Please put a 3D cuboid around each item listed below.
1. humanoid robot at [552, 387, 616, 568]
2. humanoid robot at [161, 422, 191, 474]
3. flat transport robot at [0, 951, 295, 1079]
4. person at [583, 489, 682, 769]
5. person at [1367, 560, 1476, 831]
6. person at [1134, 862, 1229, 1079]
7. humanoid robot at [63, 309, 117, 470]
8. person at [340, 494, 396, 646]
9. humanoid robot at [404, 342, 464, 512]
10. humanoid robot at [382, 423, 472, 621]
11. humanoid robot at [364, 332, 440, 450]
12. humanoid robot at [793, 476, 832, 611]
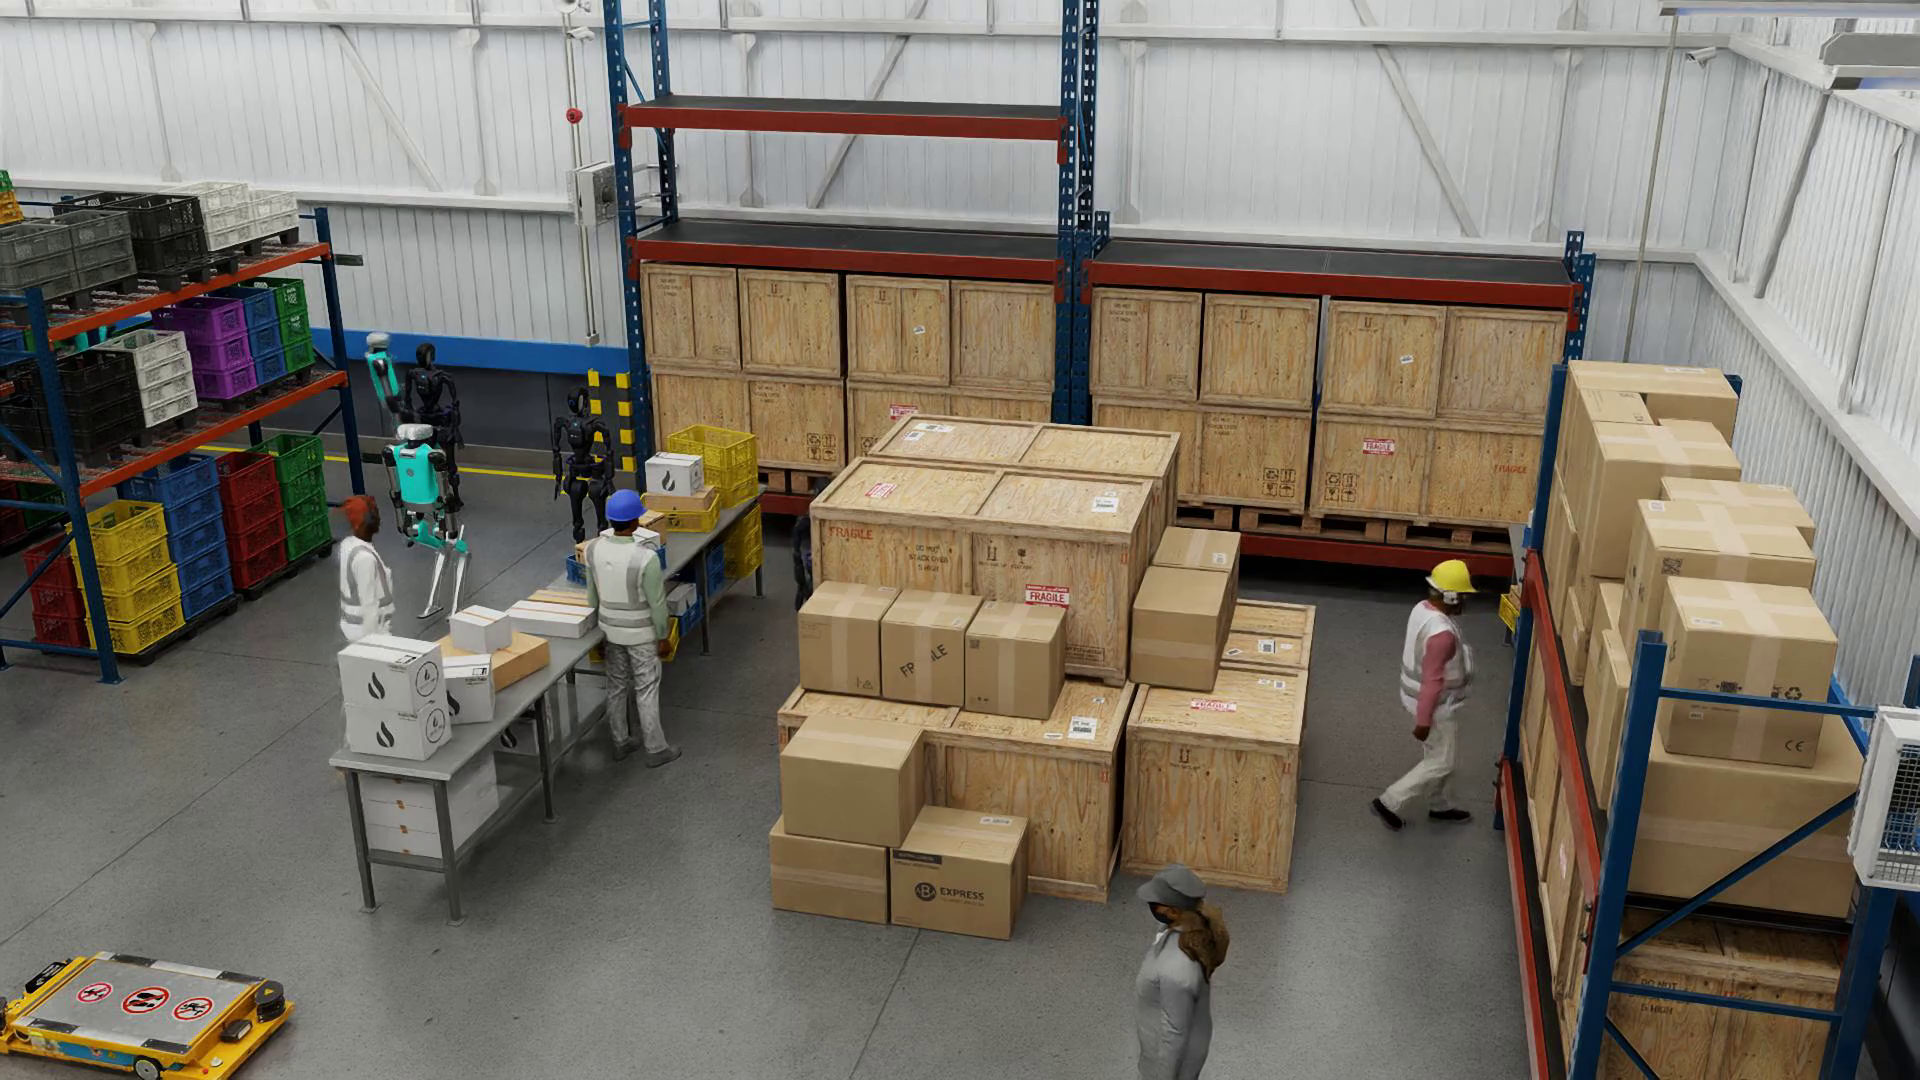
[{"bbox_3d":[-3.243,-0.530,14.438,0.599,1.657,0.315,5,22,13],"label":"humanoid robot"},{"bbox_3d":[-7.457,-1.097,15.951,0.472,1.648,0.610,-14,25,-33],"label":"humanoid robot"},{"bbox_3d":[-4.270,2.464,8.601,1.431,0.231,0.659,5,22,13],"label":"flat transport robot"},{"bbox_3d":[-2.201,0.597,11.132,0.603,1.949,0.394,10,23,25],"label":"person"},{"bbox_3d":[2.924,0.989,10.299,0.748,1.806,0.633,0,21,1],"label":"person"},{"bbox_3d":[0.935,2.187,7.221,0.402,1.767,0.573,5,21,13],"label":"person"},{"bbox_3d":[-8.964,-1.528,17.071,0.788,1.834,0.551,15,25,33],"label":"humanoid robot"},{"bbox_3d":[-3.965,0.598,11.267,0.612,1.847,0.610,-14,25,-33],"label":"person"},{"bbox_3d":[-5.003,-1.077,15.873,0.599,1.655,0.315,5,22,13],"label":"humanoid robot"},{"bbox_3d":[-4.165,-0.192,13.304,0.533,1.677,0.735,5,22,13],"label":"humanoid robot"},{"bbox_3d":[-5.231,-1.152,15.984,0.784,1.758,0.537,-9,23,-21],"label":"humanoid robot"},{"bbox_3d":[-0.957,0.273,12.356,0.605,1.636,0.406,-9,23,-22],"label":"humanoid robot"}]
